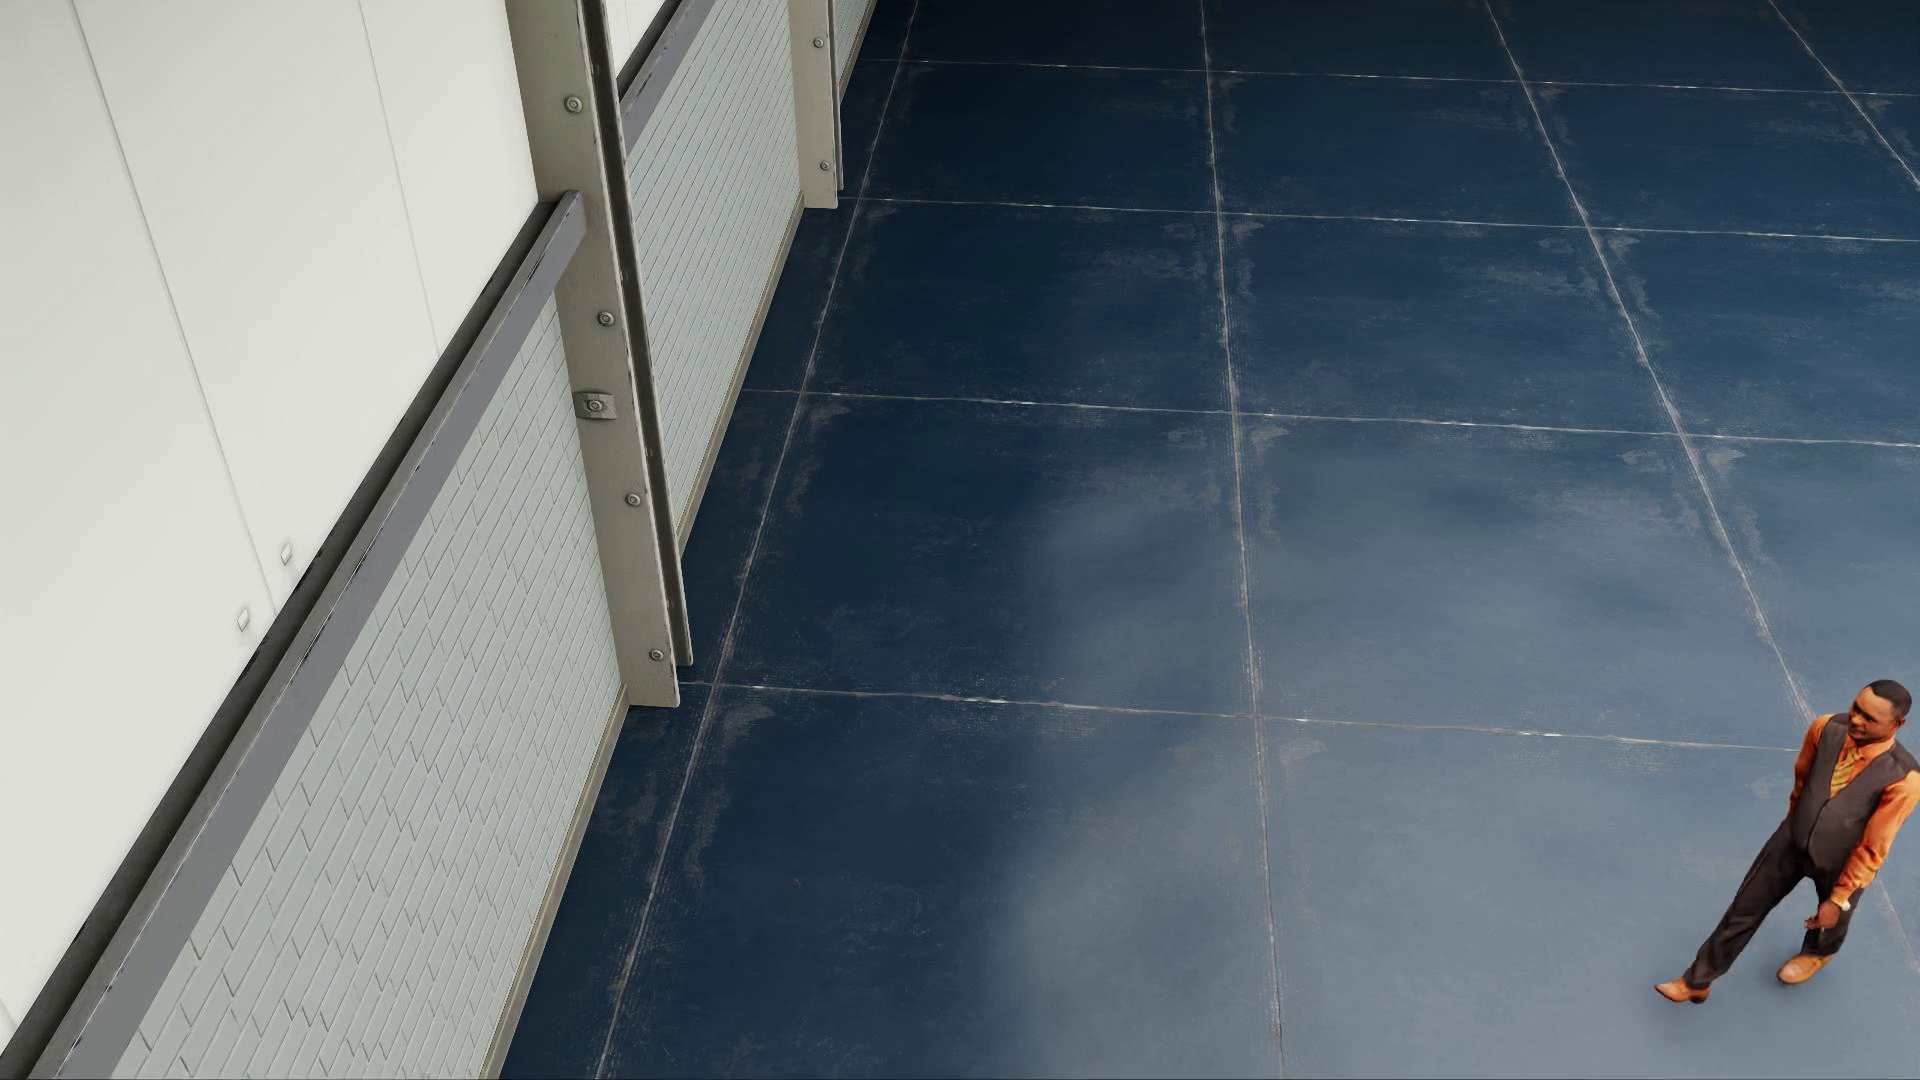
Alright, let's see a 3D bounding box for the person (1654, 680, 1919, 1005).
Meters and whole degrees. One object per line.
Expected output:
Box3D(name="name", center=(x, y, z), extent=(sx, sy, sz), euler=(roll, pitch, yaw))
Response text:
Box3D(name="person", center=(3.780, 1.320, 7.121), extent=(1.202, 1.856, 1.268), euler=(-19, 42, -22))
